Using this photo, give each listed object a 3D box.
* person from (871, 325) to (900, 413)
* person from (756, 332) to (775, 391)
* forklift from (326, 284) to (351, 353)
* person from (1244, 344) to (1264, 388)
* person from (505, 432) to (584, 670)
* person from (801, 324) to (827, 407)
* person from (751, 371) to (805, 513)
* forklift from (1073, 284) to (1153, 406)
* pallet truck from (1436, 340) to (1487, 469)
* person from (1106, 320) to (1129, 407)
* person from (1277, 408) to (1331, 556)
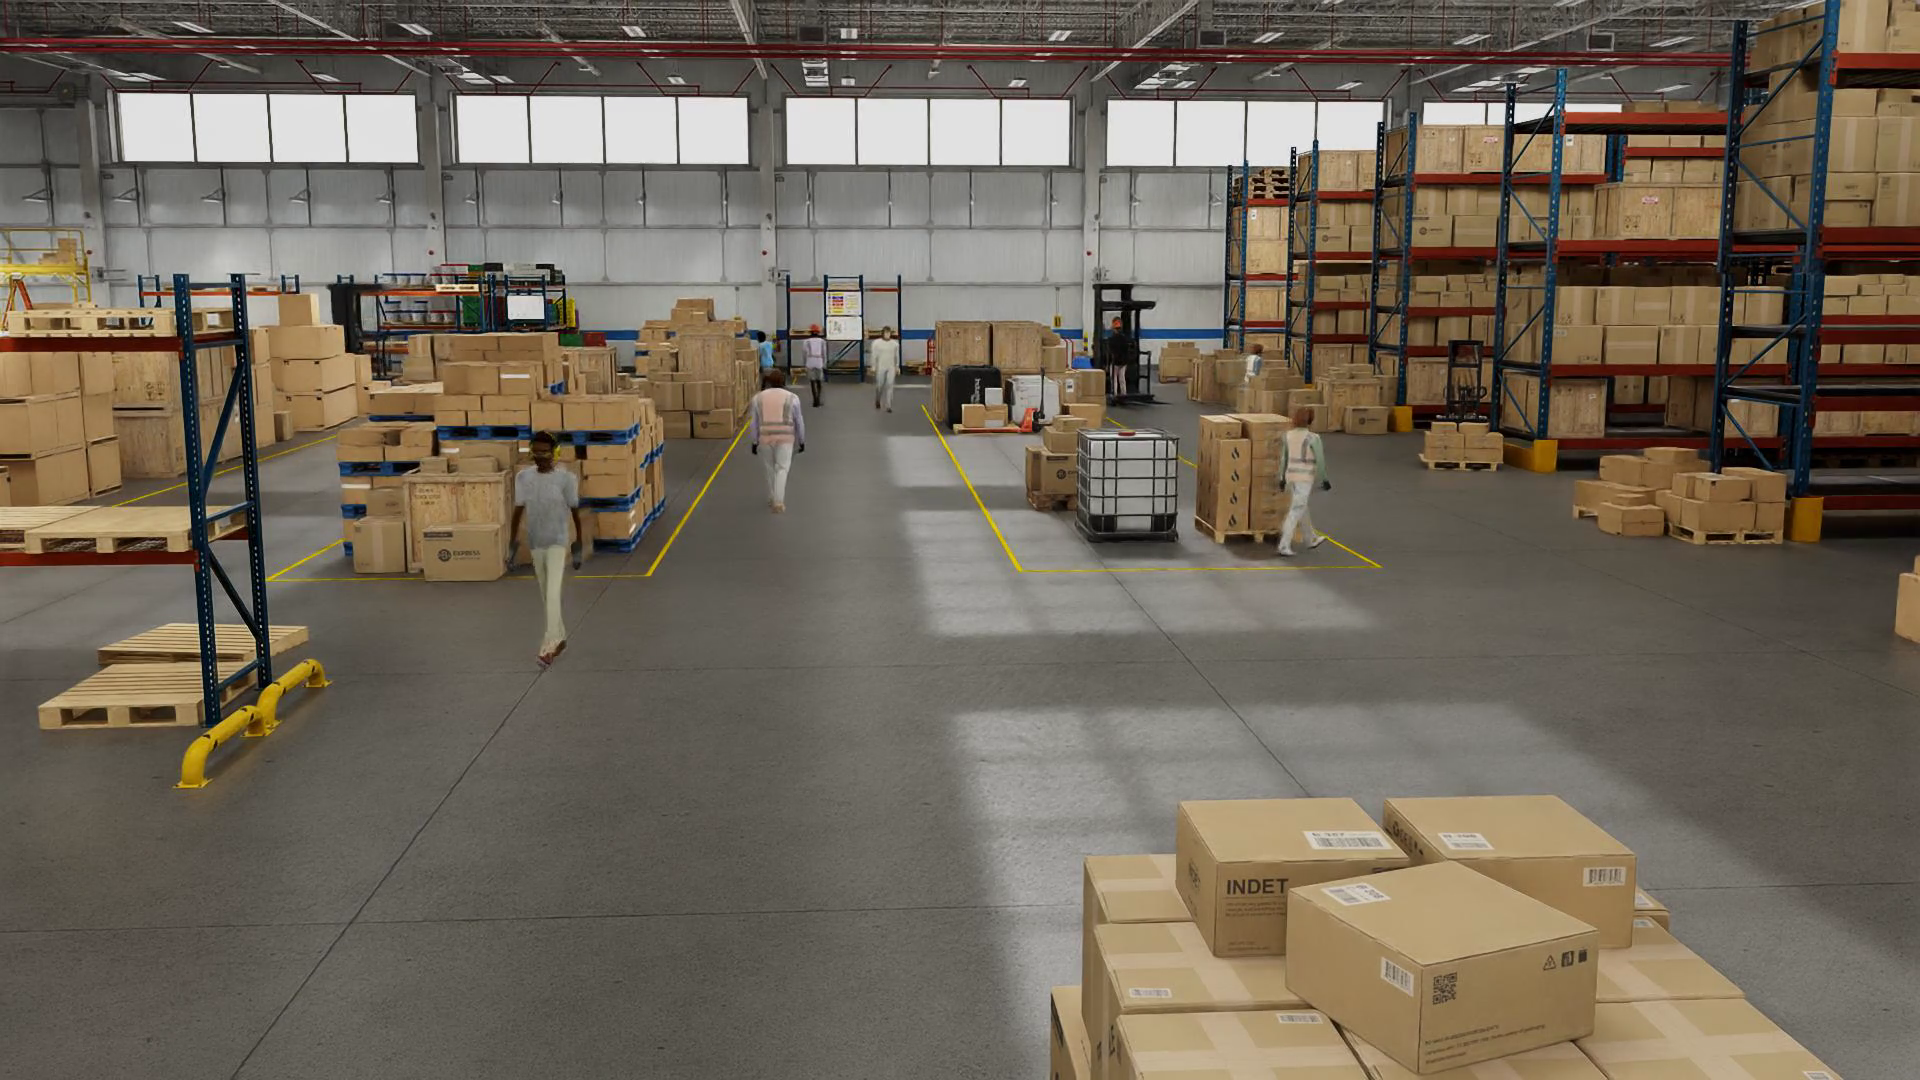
[{"bbox_3d":[-1.638,-3.764,36.642,0.646,1.928,0.536,-3,9,-17],"label":"person"},{"bbox_3d":[-4.791,-4.312,41.017,0.864,1.631,0.531,4,10,25],"label":"person"},{"bbox_3d":[-14.317,-4.540,38.536,1.873,2.768,1.129,-2,9,-11],"label":"forklift"},{"bbox_3d":[6.183,-3.282,34.630,0.819,1.595,0.531,-5,10,-28],"label":"person"},{"bbox_3d":[-3.233,0.075,12.899,0.519,1.816,0.976,1,9,8],"label":"person"},{"bbox_3d":[-3.386,-4.025,38.357,0.550,1.907,0.816,-4,10,-23],"label":"person"},{"bbox_3d":[-2.316,-1.280,21.450,0.657,1.796,0.945,2,9,10],"label":"person"},{"bbox_3d":[3.547,-4.613,38.998,1.129,2.768,1.873,-5,10,-28],"label":"forklift"},{"bbox_3d":[8.004,-2.170,26.422,0.823,1.965,1.885,2,9,14],"label":"pallet truck"},{"bbox_3d":[3.617,-4.058,38.285,0.611,1.995,0.380,-6,11,-32],"label":"person"},{"bbox_3d":[3.739,-0.633,18.043,0.871,1.591,0.517,-6,11,-32],"label":"person"}]
